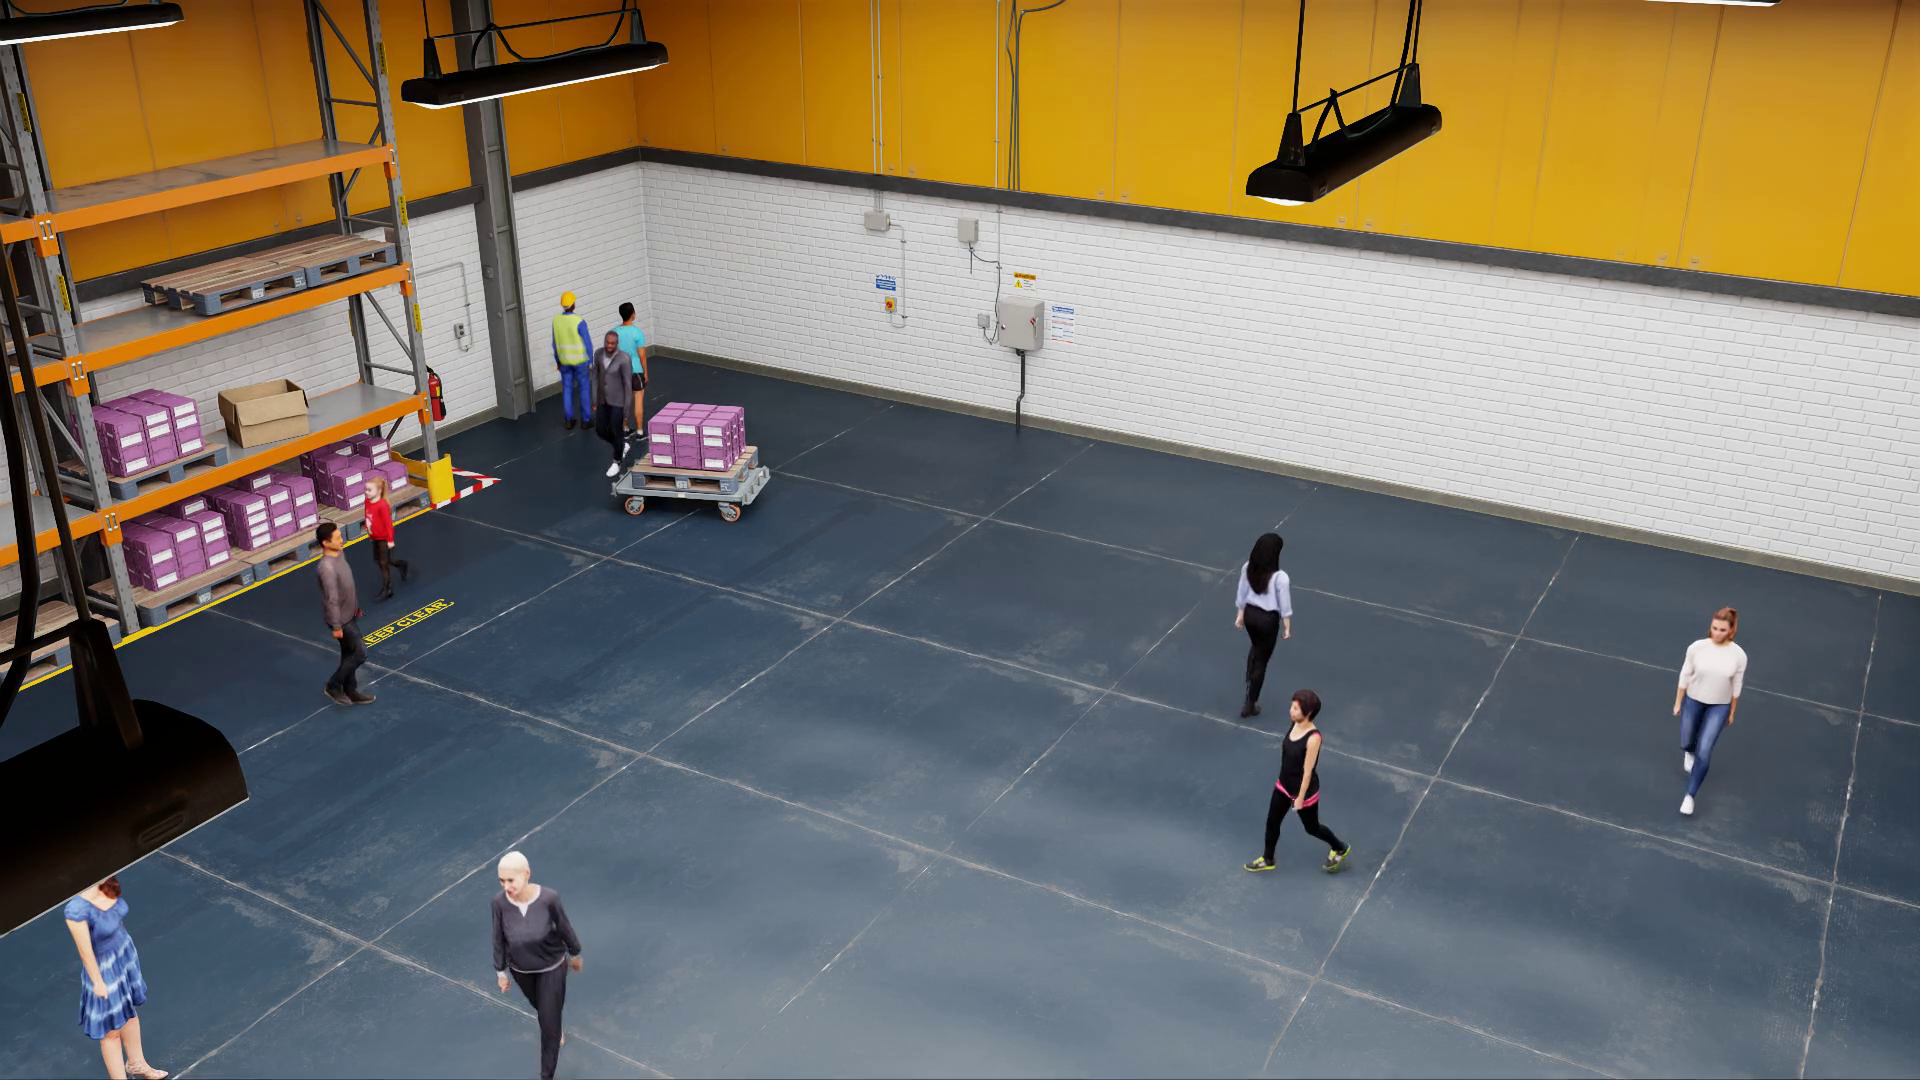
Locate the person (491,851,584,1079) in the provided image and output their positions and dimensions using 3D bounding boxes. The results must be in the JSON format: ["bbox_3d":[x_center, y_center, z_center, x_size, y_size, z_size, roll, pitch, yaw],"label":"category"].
[{"bbox_3d":[-2.606,2.587,10.367,1.033,1.668,1.217,-2,24,-4],"label":"person"}]

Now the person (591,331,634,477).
[{"bbox_3d":[-4.105,-1.669,19.941,0.771,1.797,0.774,12,26,25],"label":"person"}]

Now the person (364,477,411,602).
[{"bbox_3d":[-5.830,-0.046,16.888,0.495,1.268,0.773,13,27,28],"label":"person"}]

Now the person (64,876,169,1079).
[{"bbox_3d":[-5.130,2.639,10.077,0.818,1.805,0.713,-2,24,-4],"label":"person"}]

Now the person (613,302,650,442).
[{"bbox_3d":[-4.170,-2.129,21.025,0.643,1.773,0.573,8,25,18],"label":"person"}]

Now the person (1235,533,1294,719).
[{"bbox_3d":[2.561,0.771,14.442,0.731,1.731,0.709,20,31,38],"label":"person"}]

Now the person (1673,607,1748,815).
[{"bbox_3d":[5.959,1.306,13.259,0.601,1.698,0.997,13,27,28],"label":"person"}]

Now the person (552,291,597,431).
[{"bbox_3d":[-4.971,-2.302,21.367,0.754,1.815,0.714,5,24,11],"label":"person"}]

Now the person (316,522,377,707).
[{"bbox_3d":[-5.529,0.668,14.642,0.855,1.760,0.787,-10,26,-22],"label":"person"}]

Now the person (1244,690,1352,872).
[{"bbox_3d":[2.583,1.817,12.313,1.050,1.520,0.961,-8,25,-17],"label":"person"}]
